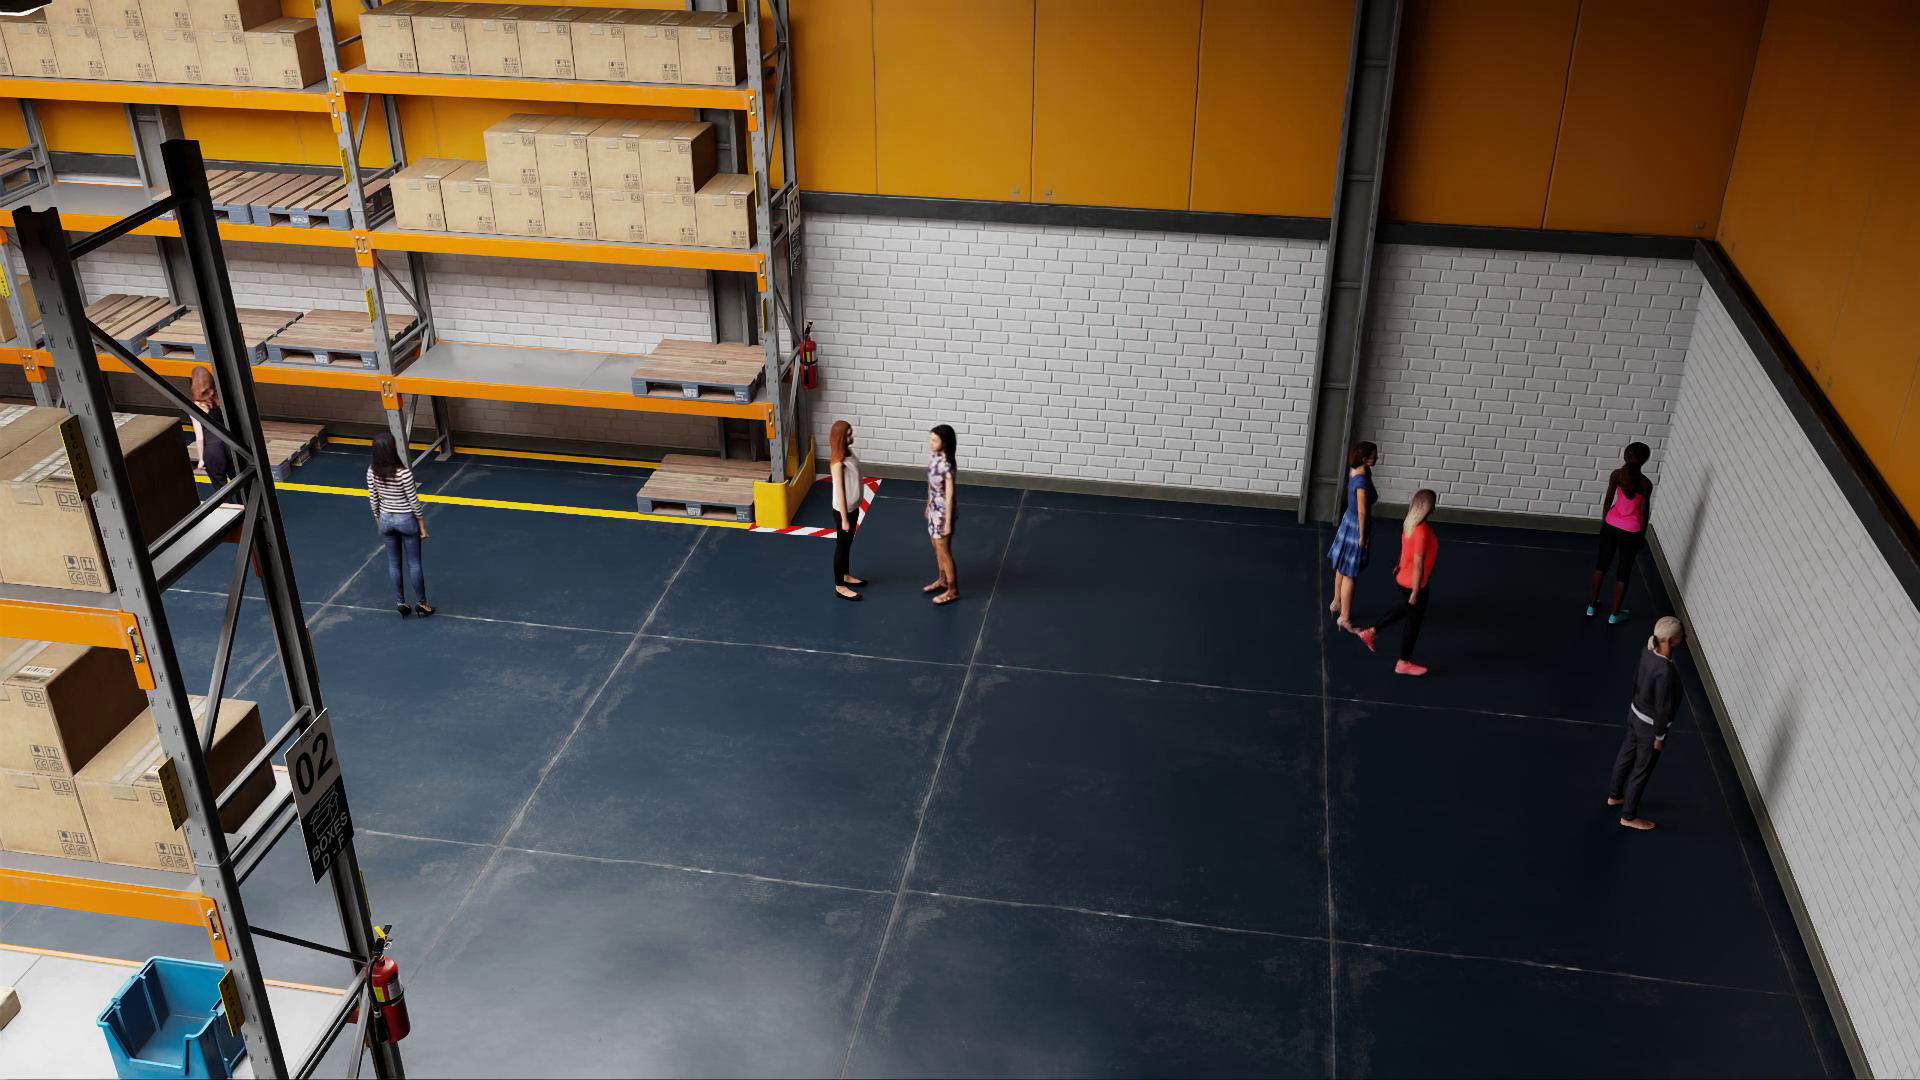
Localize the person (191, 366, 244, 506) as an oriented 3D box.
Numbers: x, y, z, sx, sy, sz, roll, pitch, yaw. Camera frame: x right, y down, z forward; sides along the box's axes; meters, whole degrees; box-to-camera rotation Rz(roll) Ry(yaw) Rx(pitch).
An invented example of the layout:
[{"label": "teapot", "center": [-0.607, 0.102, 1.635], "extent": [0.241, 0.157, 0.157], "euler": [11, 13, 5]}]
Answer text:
[{"label": "person", "center": [-7.165, -0.871, 16.107], "extent": [0.646, 1.747, 0.656], "euler": [18, 33, 29]}]

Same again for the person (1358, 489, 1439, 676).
[{"label": "person", "center": [3.697, 0.341, 13.959], "extent": [0.842, 1.677, 0.688], "euler": [2, 29, 4]}]

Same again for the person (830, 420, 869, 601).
[{"label": "person", "center": [-1.043, -0.287, 15.062], "extent": [0.492, 1.722, 0.567], "euler": [4, 29, 8]}]

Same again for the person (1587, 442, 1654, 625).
[{"label": "person", "center": [5.838, -0.079, 14.680], "extent": [0.722, 1.722, 0.647], "euler": [-24, 37, -37]}]

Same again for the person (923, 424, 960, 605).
[{"label": "person", "center": [-0.149, -0.247, 14.979], "extent": [0.674, 1.732, 0.668], "euler": [-10, 30, -17]}]

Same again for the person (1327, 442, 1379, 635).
[{"label": "person", "center": [3.456, -0.039, 14.519], "extent": [0.629, 1.806, 0.708], "euler": [-1, 29, -1]}]

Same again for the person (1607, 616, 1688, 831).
[{"label": "person", "center": [5.030, 1.300, 12.149], "extent": [0.582, 1.726, 0.653], "euler": [-1, 29, -1]}]

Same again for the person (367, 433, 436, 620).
[{"label": "person", "center": [-4.944, -0.115, 14.670], "extent": [0.411, 1.796, 0.646], "euler": [4, 29, 8]}]
